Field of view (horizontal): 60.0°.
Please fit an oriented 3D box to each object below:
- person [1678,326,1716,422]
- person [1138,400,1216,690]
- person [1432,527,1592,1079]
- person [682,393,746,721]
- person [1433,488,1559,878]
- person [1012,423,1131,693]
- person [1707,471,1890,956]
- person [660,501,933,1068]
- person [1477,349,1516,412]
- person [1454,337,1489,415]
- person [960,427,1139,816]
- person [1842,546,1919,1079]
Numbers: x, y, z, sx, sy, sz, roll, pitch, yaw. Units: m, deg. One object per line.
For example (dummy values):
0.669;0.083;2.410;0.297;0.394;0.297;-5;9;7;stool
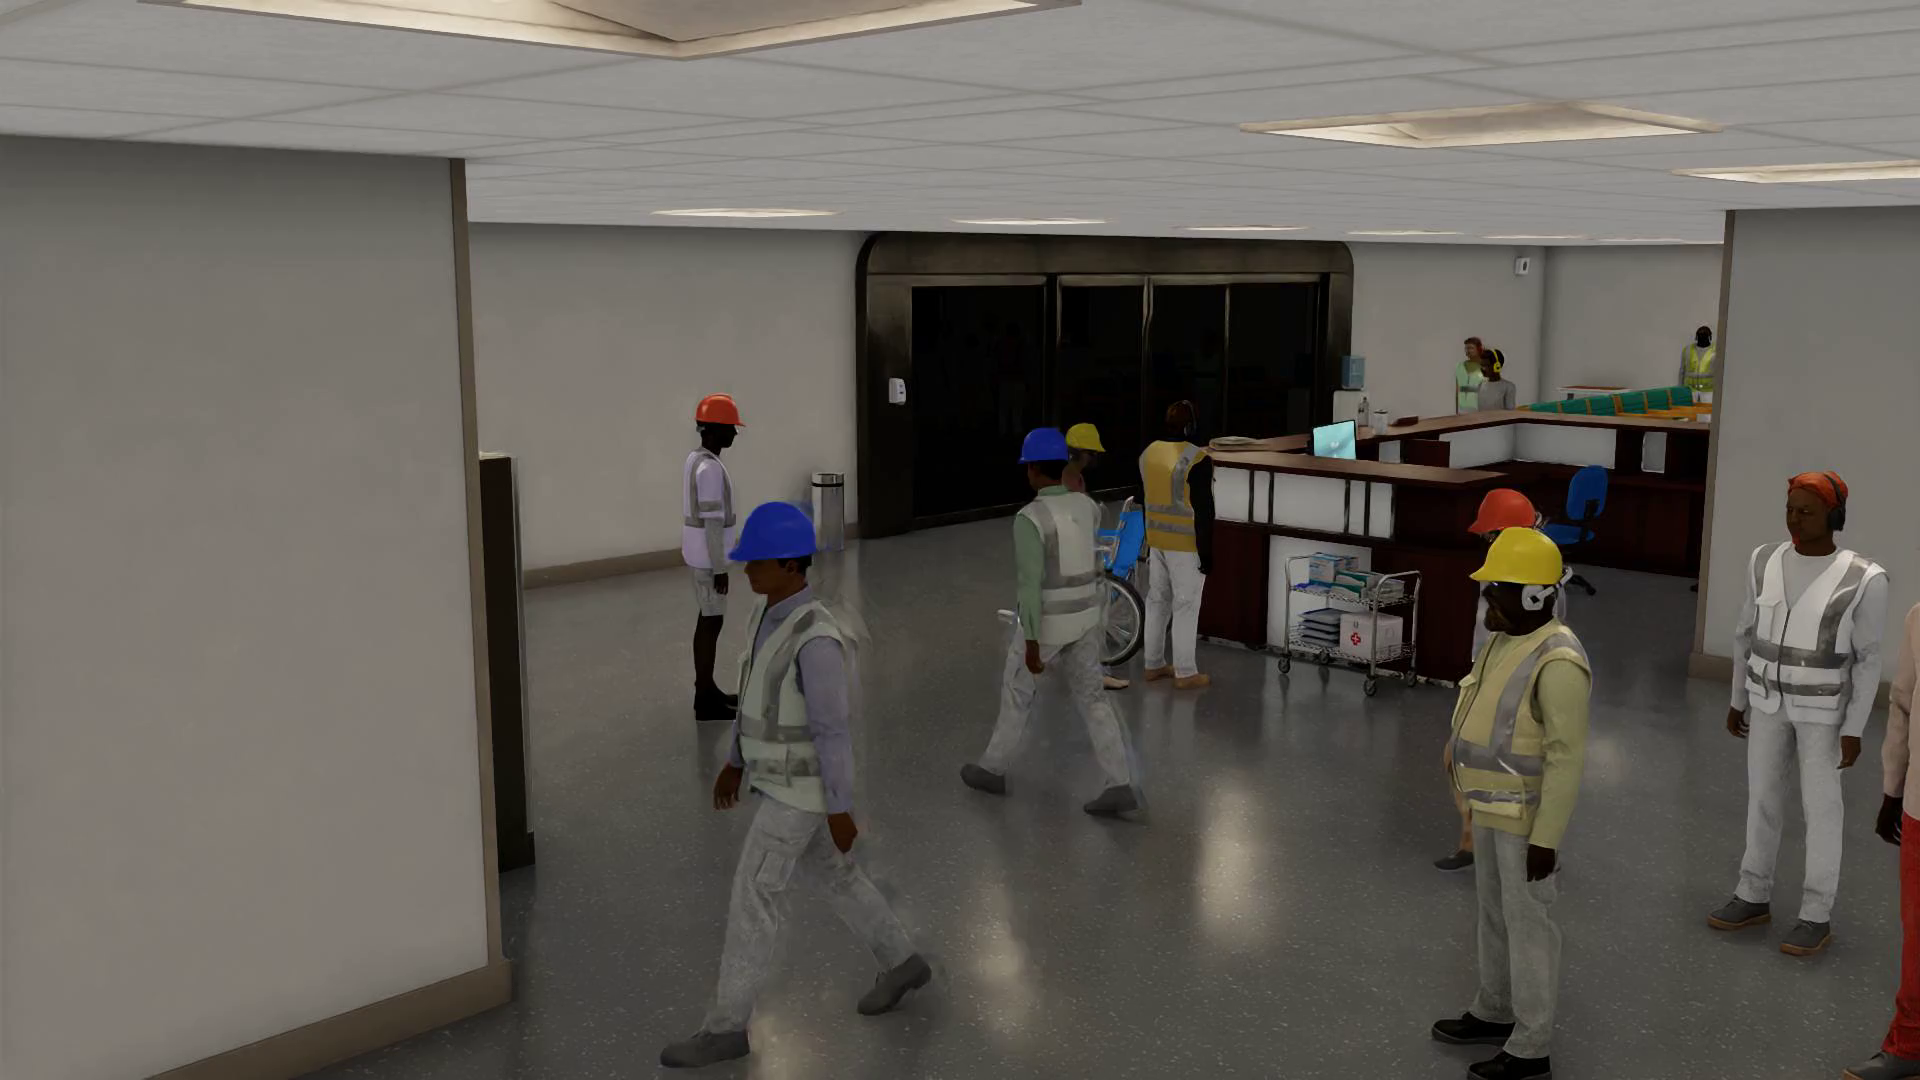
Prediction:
10.757;-2.187;24.170;0.626;1.836;0.430;7;11;35;person
1.395;0.031;10.577;0.430;1.835;0.619;-6;11;-31;person
1.807;0.863;5.452;0.404;1.832;0.600;-1;9;-3;person
-1.445;0.099;9.849;0.390;1.929;0.545;-3;10;-15;person
2.270;0.639;7.107;0.550;1.730;0.601;-1;9;-6;person
0.647;0.118;10.398;0.804;1.713;0.537;3;10;19;person
3.276;0.666;6.507;0.355;1.882;0.575;-6;11;-32;person
-0.520;0.799;5.675;1.001;1.911;0.598;-3;10;-19;person
5.312;-0.974;16.630;0.319;1.863;0.532;-5;10;-27;person
6.450;-1.631;20.774;0.572;1.824;0.781;9;13;43;person
0.485;0.395;8.167;0.601;1.894;1.034;-9;13;-42;person
3.093;0.837;5.122;0.394;1.990;0.618;-3;10;-18;person
